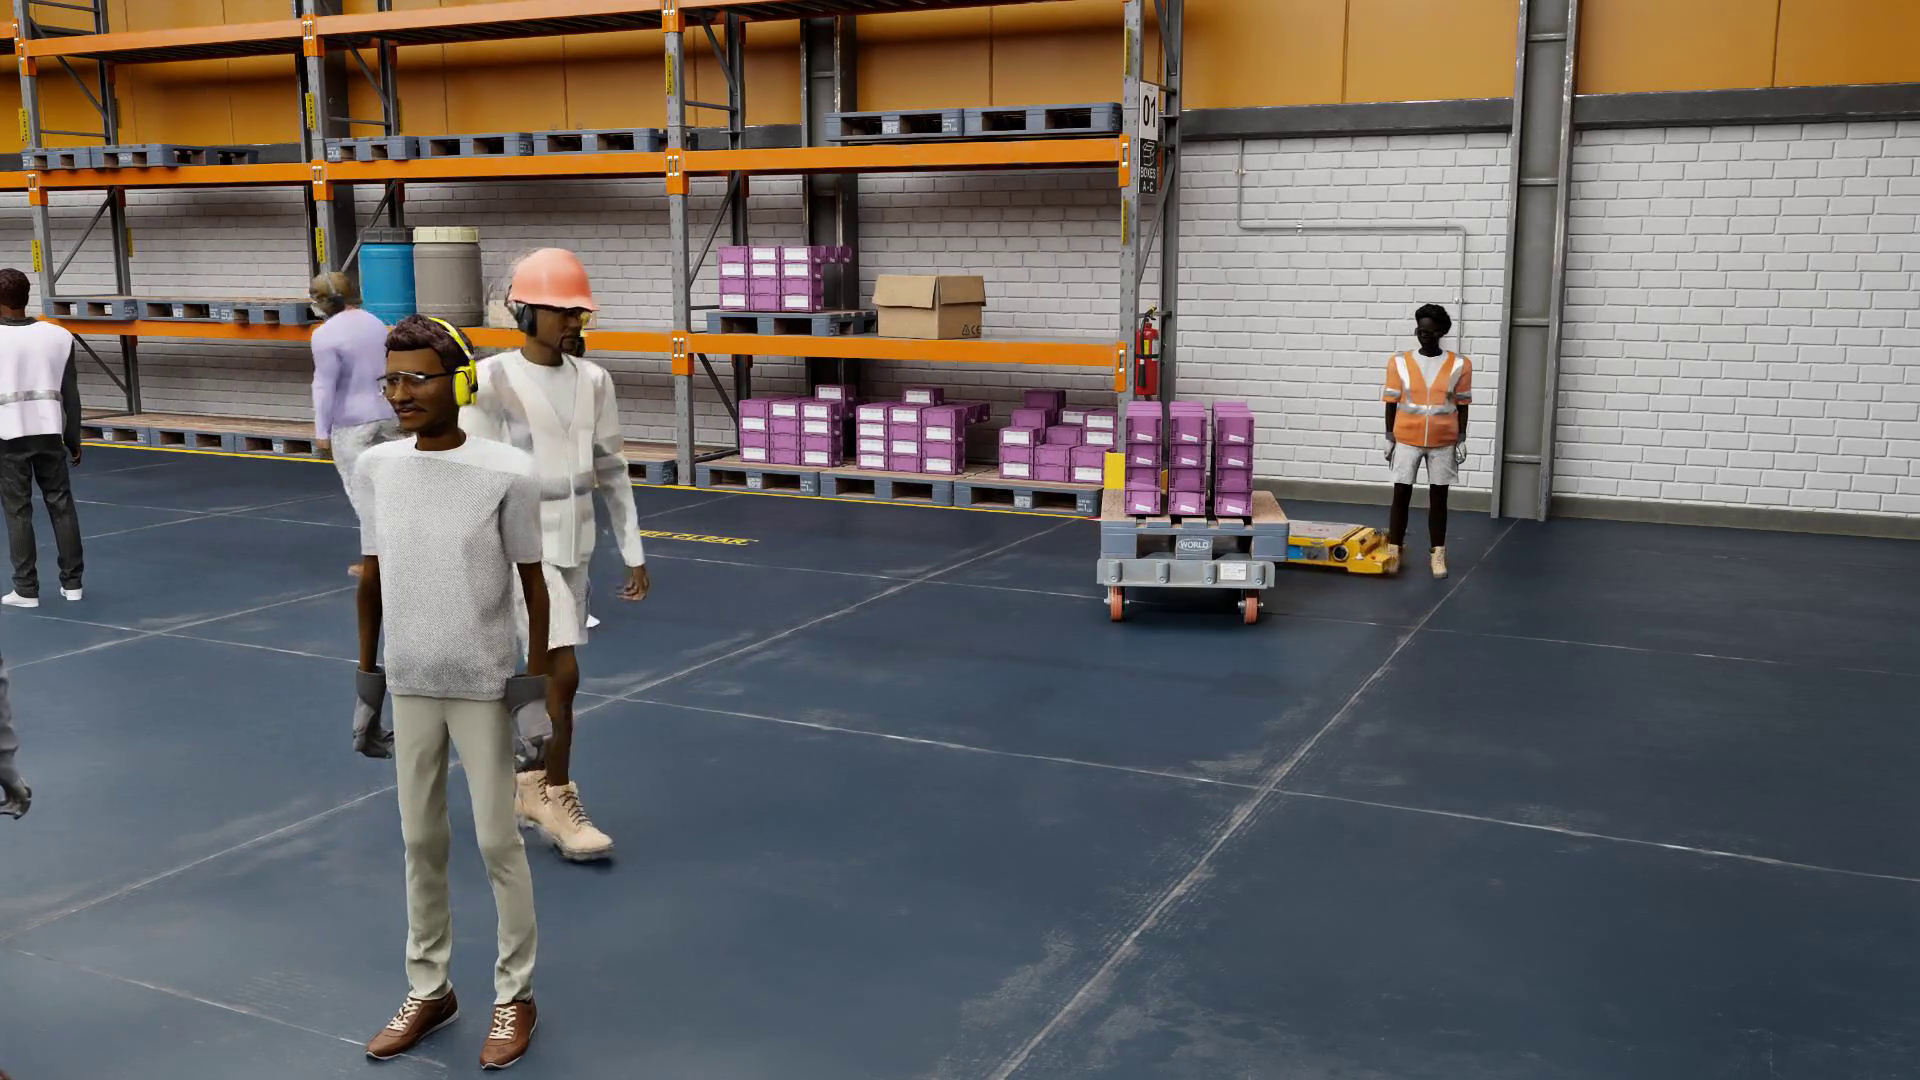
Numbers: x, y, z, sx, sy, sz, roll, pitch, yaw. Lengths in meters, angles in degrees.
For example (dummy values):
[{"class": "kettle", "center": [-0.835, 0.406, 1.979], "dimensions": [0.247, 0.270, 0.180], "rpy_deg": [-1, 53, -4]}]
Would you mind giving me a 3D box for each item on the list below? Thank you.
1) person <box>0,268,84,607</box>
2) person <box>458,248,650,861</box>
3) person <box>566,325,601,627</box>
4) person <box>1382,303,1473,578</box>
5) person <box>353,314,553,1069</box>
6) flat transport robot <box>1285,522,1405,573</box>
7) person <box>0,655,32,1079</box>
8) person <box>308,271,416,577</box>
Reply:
[{"class": "person", "center": [-5.297, -0.575, 9.452], "dimensions": [0.383, 1.918, 0.591], "rpy_deg": [9, 13, 41]}, {"class": "person", "center": [-1.298, 0.054, 5.551], "dimensions": [0.753, 2.016, 0.654], "rpy_deg": [7, 12, 33]}, {"class": "person", "center": [-2.124, -0.388, 8.953], "dimensions": [0.716, 1.711, 0.512], "rpy_deg": [4, 11, 19]}, {"class": "person", "center": [2.875, -0.609, 10.271], "dimensions": [0.537, 1.699, 0.321], "rpy_deg": [2, 10, 13]}, {"class": "person", "center": [-1.268, 0.381, 4.121], "dimensions": [0.531, 1.870, 0.317], "rpy_deg": [2, 10, 10]}, {"class": "flat transport robot", "center": [2.104, 0.012, 10.808], "dimensions": [1.431, 0.197, 0.652], "rpy_deg": [5, 11, 26]}, {"class": "person", "center": [-2.344, 0.566, 3.735], "dimensions": [0.283, 1.634, 0.498], "rpy_deg": [5, 11, 25]}, {"class": "person", "center": [-3.682, -0.703, 10.255], "dimensions": [0.479, 1.896, 0.684], "rpy_deg": [4, 11, 20]}]
